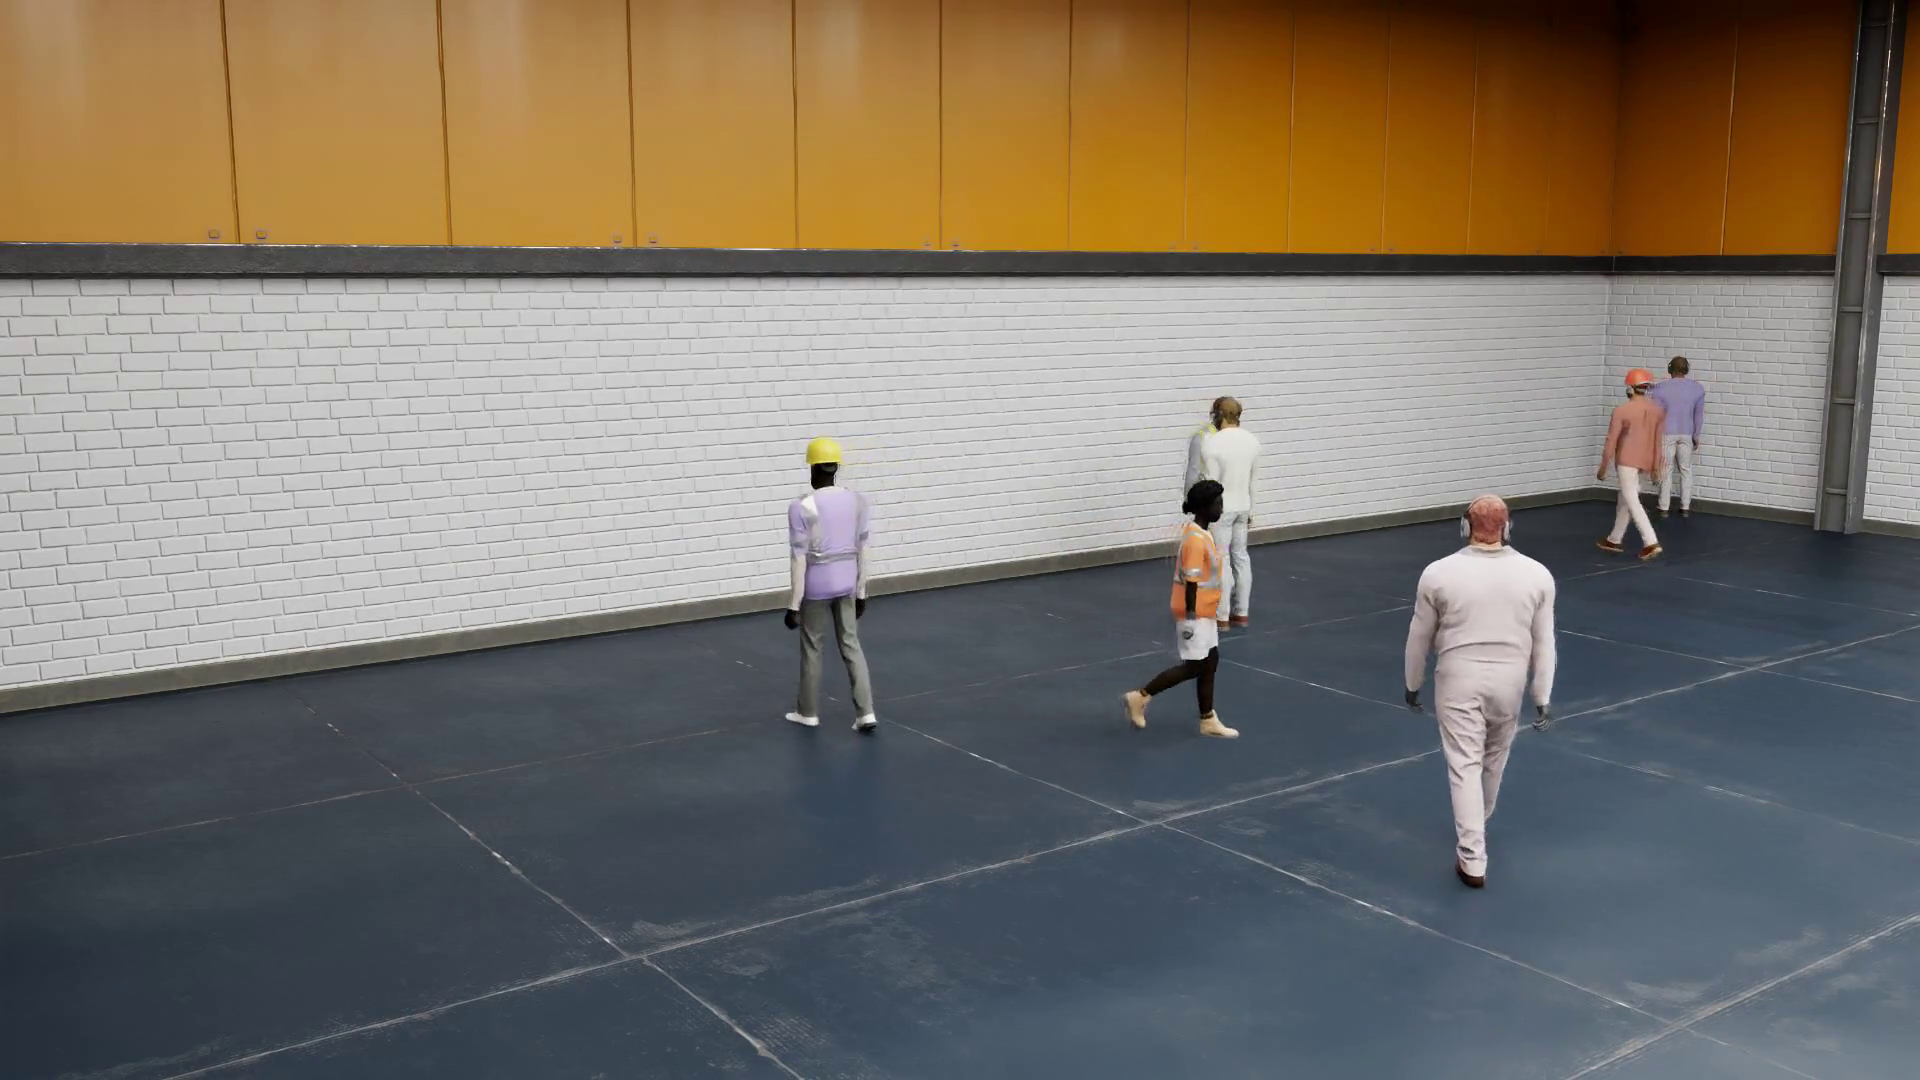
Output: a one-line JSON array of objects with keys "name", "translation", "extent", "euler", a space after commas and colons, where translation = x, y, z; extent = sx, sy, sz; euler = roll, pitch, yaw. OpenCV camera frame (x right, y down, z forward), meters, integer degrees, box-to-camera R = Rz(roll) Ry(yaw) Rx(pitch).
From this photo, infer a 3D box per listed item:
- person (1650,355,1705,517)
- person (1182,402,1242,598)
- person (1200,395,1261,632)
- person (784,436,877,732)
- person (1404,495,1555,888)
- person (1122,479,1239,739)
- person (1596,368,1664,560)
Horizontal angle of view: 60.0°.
[{"name": "person", "translation": [8.554, -1.233, 19.907], "extent": [0.628, 1.939, 0.374], "euler": [0, 9, -1]}, {"name": "person", "translation": [2.378, -0.376, 15.078], "extent": [0.631, 1.788, 0.895], "euler": [-8, 12, -42]}, {"name": "person", "translation": [2.190, -0.219, 13.654], "extent": [0.635, 1.936, 0.356], "euler": [-7, 12, -38]}, {"name": "person", "translation": [-0.848, 0.299, 10.640], "extent": [0.620, 1.939, 0.632], "euler": [-7, 11, -36]}, {"name": "person", "translation": [2.541, 0.697, 8.234], "extent": [0.676, 1.853, 0.975], "euler": [1, 9, 5]}, {"name": "person", "translation": [1.402, 0.439, 10.412], "extent": [0.659, 1.670, 0.533], "euler": [2, 9, 13]}, {"name": "person", "translation": [6.958, -0.786, 17.106], "extent": [0.609, 1.955, 0.994], "euler": [-4, 10, -22]}]
